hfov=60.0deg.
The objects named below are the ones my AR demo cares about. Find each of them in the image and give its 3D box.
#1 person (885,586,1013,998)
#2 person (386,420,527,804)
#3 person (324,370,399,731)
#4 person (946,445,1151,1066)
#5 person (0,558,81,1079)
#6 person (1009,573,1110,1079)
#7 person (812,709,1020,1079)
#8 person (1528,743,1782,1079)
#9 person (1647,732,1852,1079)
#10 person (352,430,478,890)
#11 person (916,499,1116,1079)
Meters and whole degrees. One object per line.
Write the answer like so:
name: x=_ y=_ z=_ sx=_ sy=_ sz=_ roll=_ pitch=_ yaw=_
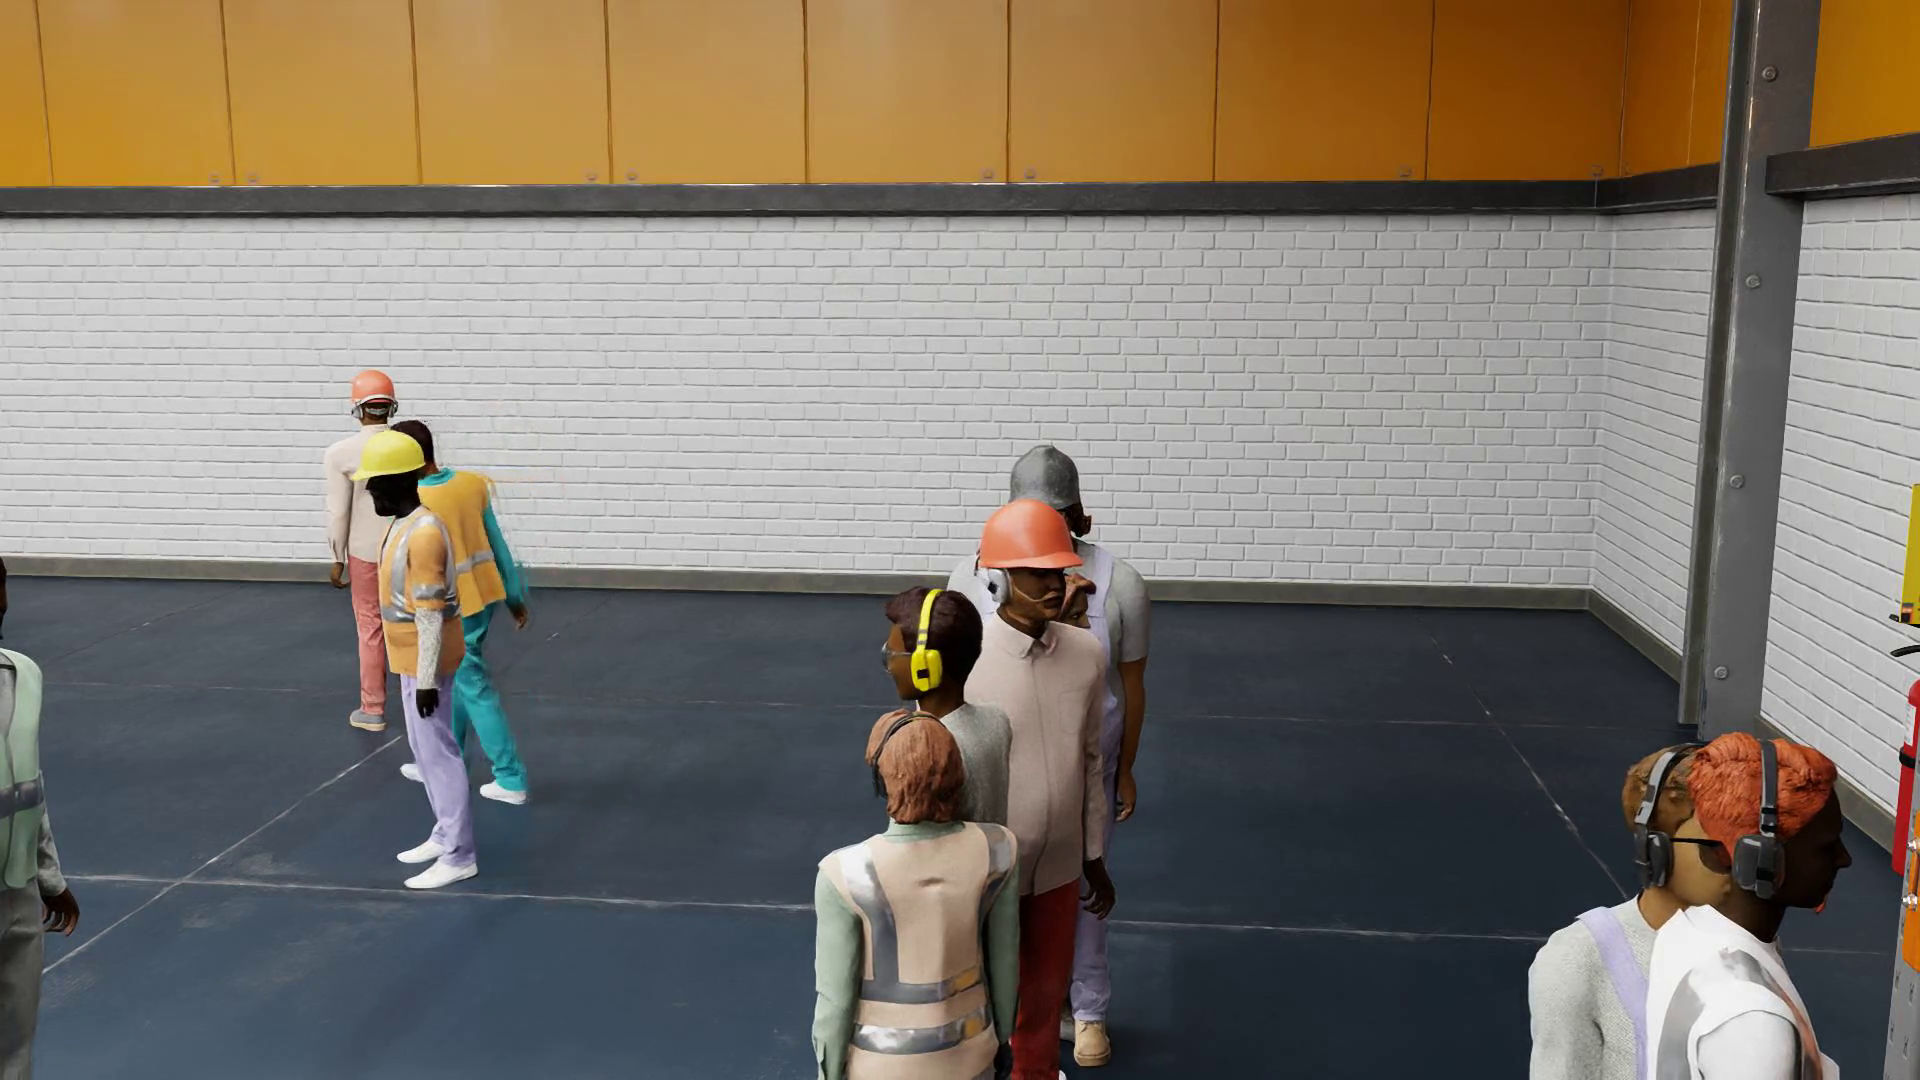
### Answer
person: x=-0.048 y=1.028 z=4.022 sx=0.328 sy=1.870 sz=0.521 roll=4 pitch=11 yaw=20
person: x=-2.468 y=0.345 z=7.945 sx=0.831 sy=1.857 sz=0.682 roll=4 pitch=11 yaw=20
person: x=-3.196 y=0.057 z=9.216 sx=0.611 sy=1.995 sz=0.380 roll=-9 pitch=13 yaw=-41
person: x=0.269 y=0.704 z=5.380 sx=0.684 sy=2.000 sz=0.538 roll=1 pitch=10 yaw=5
person: x=-2.574 y=0.950 z=4.343 sx=0.391 sy=1.913 sz=0.588 roll=1 pitch=10 yaw=8
person: x=0.305 y=0.908 z=5.361 sx=0.308 sy=1.641 sz=0.515 roll=6 pitch=12 yaw=31
person: x=-0.093 y=1.187 z=3.762 sx=0.522 sy=1.639 sz=0.306 roll=-5 pitch=11 yaw=-28
person: x=1.185 y=1.244 z=2.849 sx=0.504 sy=1.847 sz=0.345 roll=-4 pitch=11 yaw=-23
person: x=1.257 y=1.238 z=2.772 sx=0.345 sy=1.882 sz=0.584 roll=2 pitch=10 yaw=10
person: x=-2.280 y=0.494 z=6.967 sx=0.405 sy=1.914 sz=0.588 roll=-5 pitch=11 yaw=-27
person: x=0.158 y=0.878 z=4.508 sx=0.611 sy=1.997 sz=0.371 roll=-6 pitch=12 yaw=-33
